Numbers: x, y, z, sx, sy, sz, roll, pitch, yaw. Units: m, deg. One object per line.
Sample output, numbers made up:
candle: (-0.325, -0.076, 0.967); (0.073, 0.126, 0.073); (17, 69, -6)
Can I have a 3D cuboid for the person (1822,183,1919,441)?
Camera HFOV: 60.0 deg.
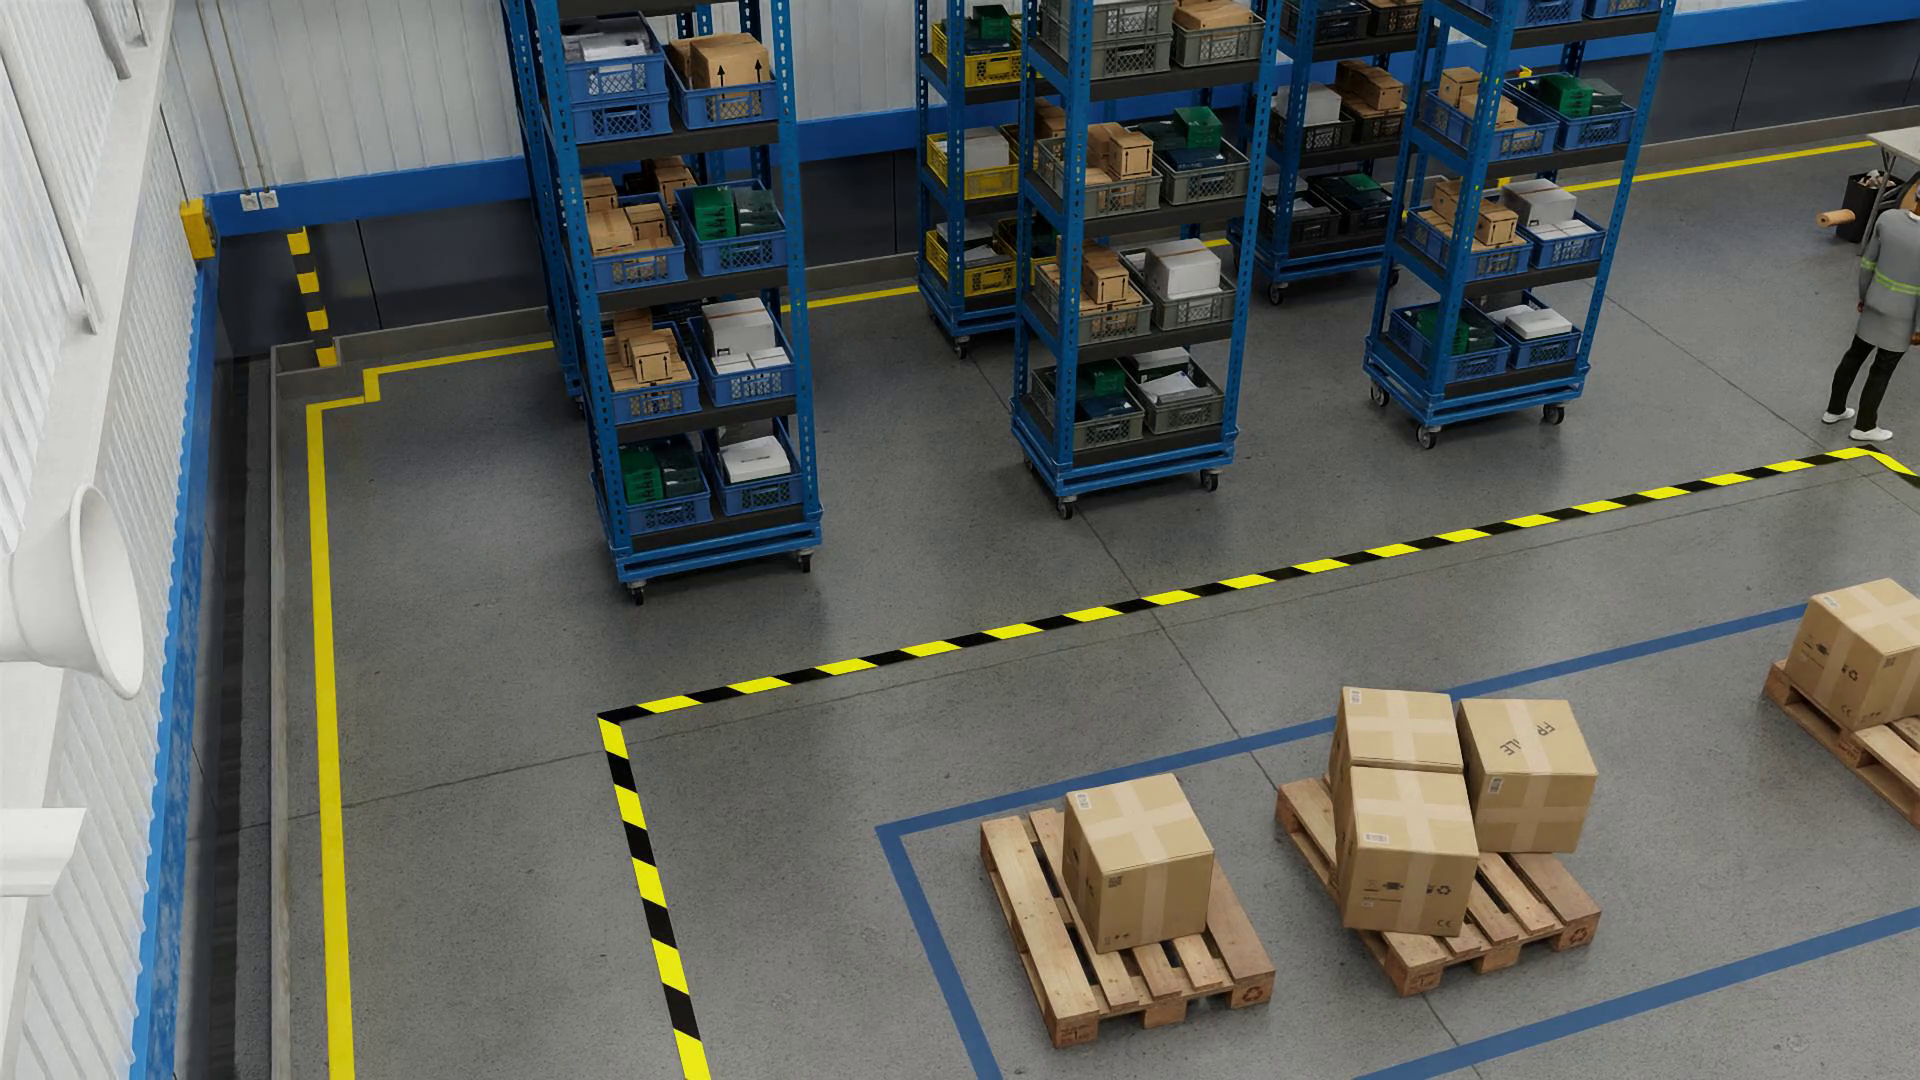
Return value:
person: (6.085, -1.512, 10.826); (0.370, 1.853, 0.589); (-12, 37, -17)
